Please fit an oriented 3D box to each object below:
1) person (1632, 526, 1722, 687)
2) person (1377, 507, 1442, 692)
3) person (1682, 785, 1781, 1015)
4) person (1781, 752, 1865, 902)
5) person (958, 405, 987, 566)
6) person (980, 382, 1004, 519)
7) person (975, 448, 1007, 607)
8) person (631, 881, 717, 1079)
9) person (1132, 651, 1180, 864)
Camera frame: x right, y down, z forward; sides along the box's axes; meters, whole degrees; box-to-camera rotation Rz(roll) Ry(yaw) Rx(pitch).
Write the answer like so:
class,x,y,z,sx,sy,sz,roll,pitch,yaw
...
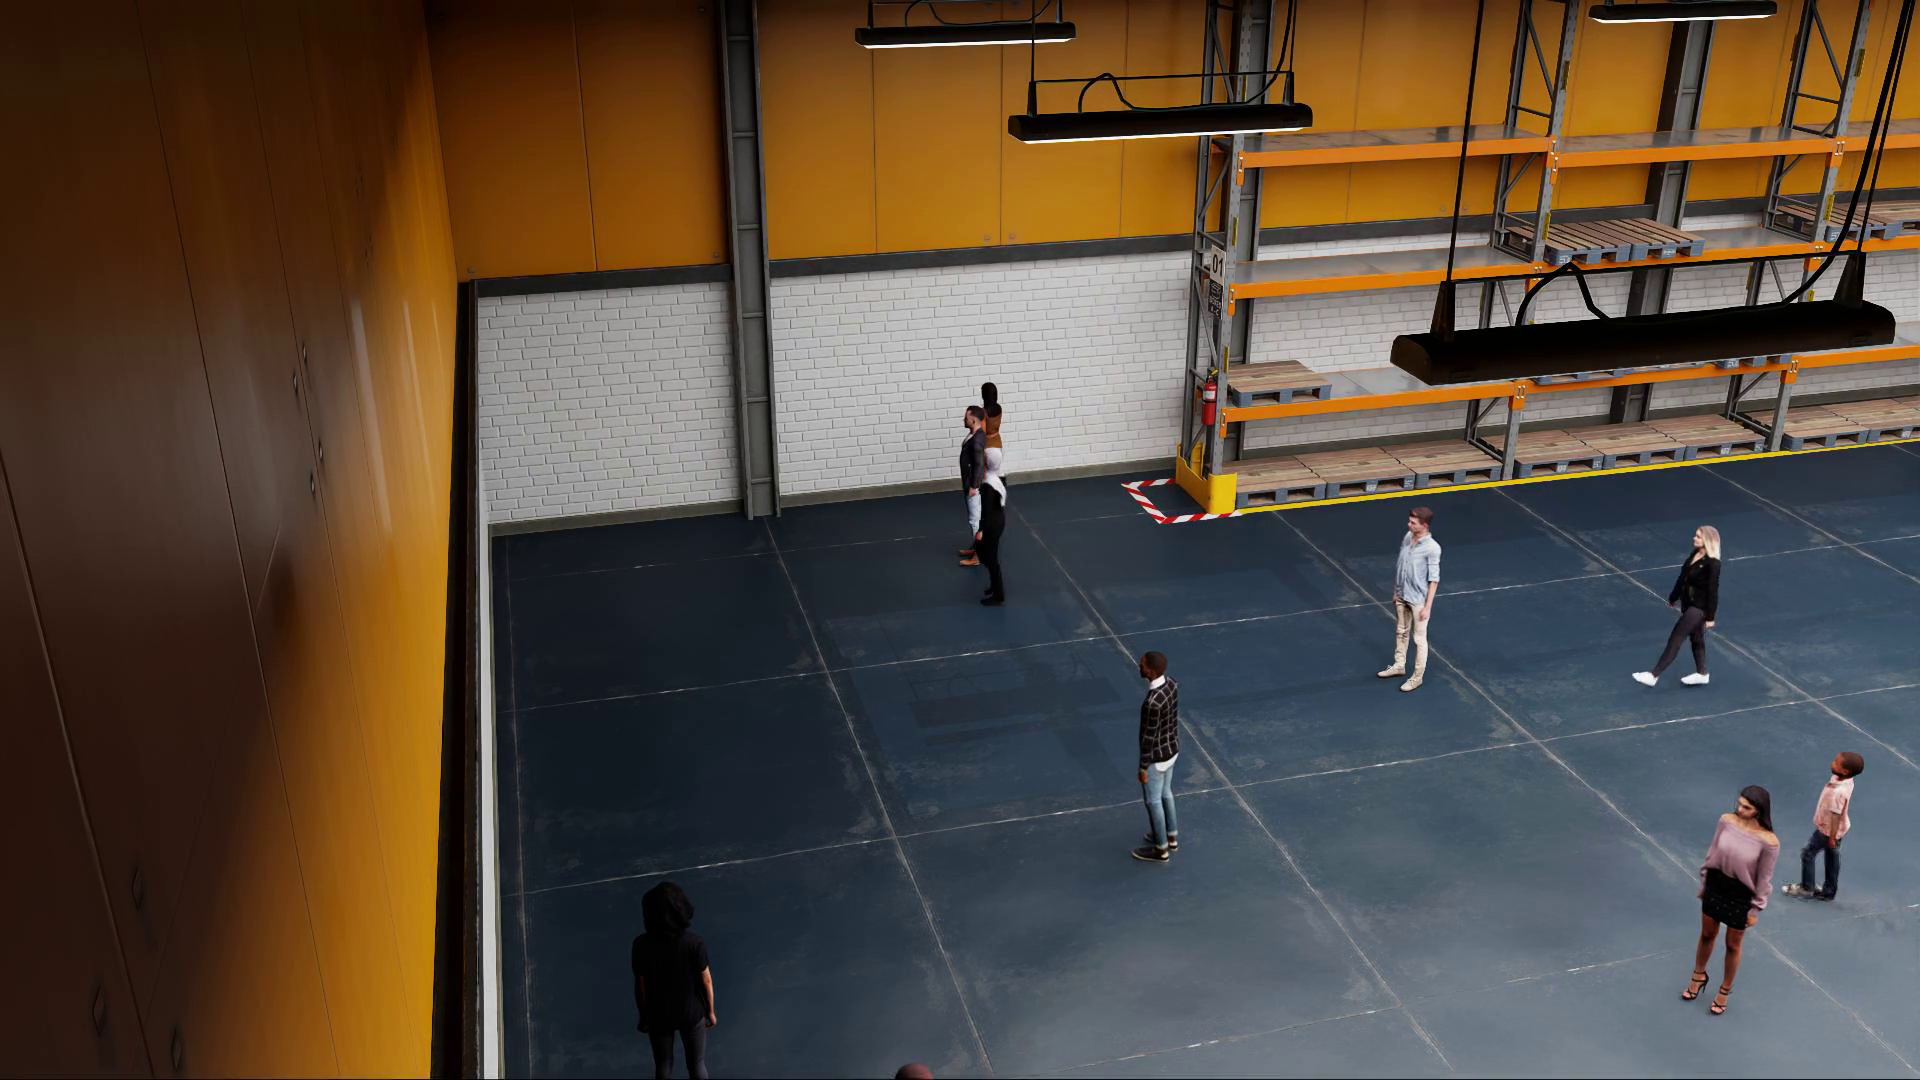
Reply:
class,x,y,z,sx,sy,sz,roll,pitch,yaw
person,7.068,0.657,15.791,1.100,1.653,0.786,-1,24,-3
person,4.324,0.537,15.825,0.609,1.846,0.696,-12,26,-25
person,5.319,2.461,11.467,0.663,1.810,0.688,-17,29,-34
person,6.718,2.207,12.688,0.696,1.297,0.637,19,30,37
person,0.161,-0.623,18.488,0.638,1.837,0.711,0,24,0
person,0.345,-1.060,19.672,0.699,1.690,0.627,15,28,31
person,0.428,-0.111,17.403,0.744,1.769,0.712,5,24,12
person,-1.782,2.928,10.371,0.530,1.833,0.741,-1,24,-3
person,1.586,1.708,13.187,0.809,1.812,0.748,13,27,27
